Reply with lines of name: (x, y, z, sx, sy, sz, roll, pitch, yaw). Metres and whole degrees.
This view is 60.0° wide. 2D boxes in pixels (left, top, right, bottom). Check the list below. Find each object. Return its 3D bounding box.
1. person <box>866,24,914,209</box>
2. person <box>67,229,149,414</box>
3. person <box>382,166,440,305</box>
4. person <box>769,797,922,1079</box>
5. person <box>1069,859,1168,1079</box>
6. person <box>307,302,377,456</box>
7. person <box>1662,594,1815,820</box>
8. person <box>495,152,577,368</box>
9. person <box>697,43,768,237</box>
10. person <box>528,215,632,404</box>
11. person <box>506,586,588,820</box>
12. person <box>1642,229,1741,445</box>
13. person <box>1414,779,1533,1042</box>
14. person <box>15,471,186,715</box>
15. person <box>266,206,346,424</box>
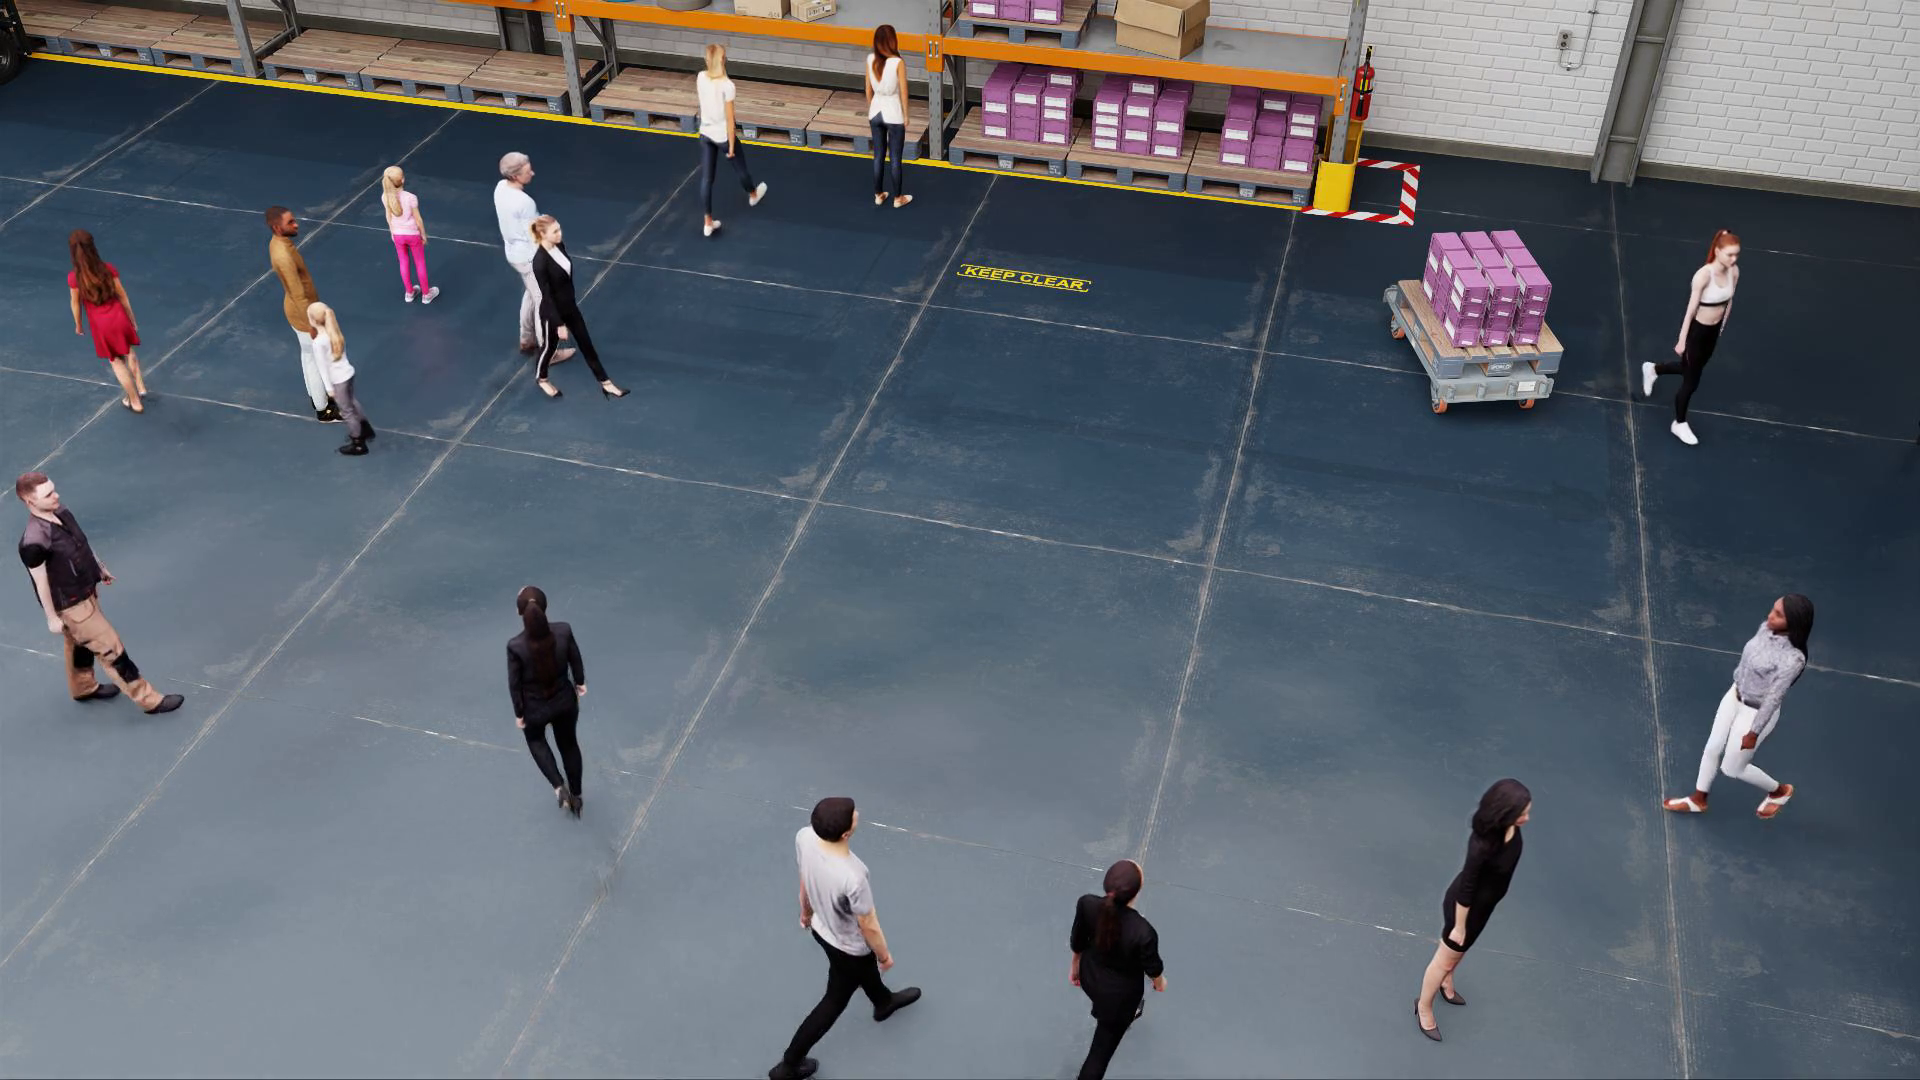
person: (-0.696, -4.018, 15.800, 0.526, 1.785, 0.687, 17, 42, 20)
person: (-6.662, -1.681, 13.071, 0.755, 1.539, 0.693, 31, 48, 33)
person: (-4.839, -2.675, 14.529, 0.474, 1.272, 0.566, 3, 39, 4)
person: (-0.650, 2.002, 8.228, 1.237, 1.828, 1.219, -23, 44, -26)
person: (0.676, 2.238, 8.097, 1.053, 1.623, 0.971, 32, 48, 33)
person: (-4.728, -1.241, 12.736, 0.476, 1.270, 0.485, 6, 39, 7)
person: (4.625, 1.001, 9.572, 0.962, 1.714, 0.730, 1, 39, 2)
person: (-3.533, -2.289, 13.558, 0.854, 1.882, 0.777, -28, 46, -30)
person: (-2.286, -3.650, 15.364, 1.130, 1.755, 0.803, 17, 42, 20)
person: (-3.238, -1.783, 13.103, 1.051, 1.657, 0.663, 11, 40, 13)
person: (-2.333, 1.004, 9.581, 0.703, 1.699, 0.759, -21, 43, -24)
person: (5.646, -1.613, 12.837, 1.010, 1.726, 0.998, -13, 41, -16)
person: (2.602, 1.848, 8.442, 0.645, 1.802, 0.670, 28, 46, 30)
person: (-5.598, 0.357, 10.303, 1.125, 1.808, 0.937, -4, 39, -5)
person: (-5.114, -1.763, 12.953, 0.749, 1.815, 0.706, -18, 42, -21)
